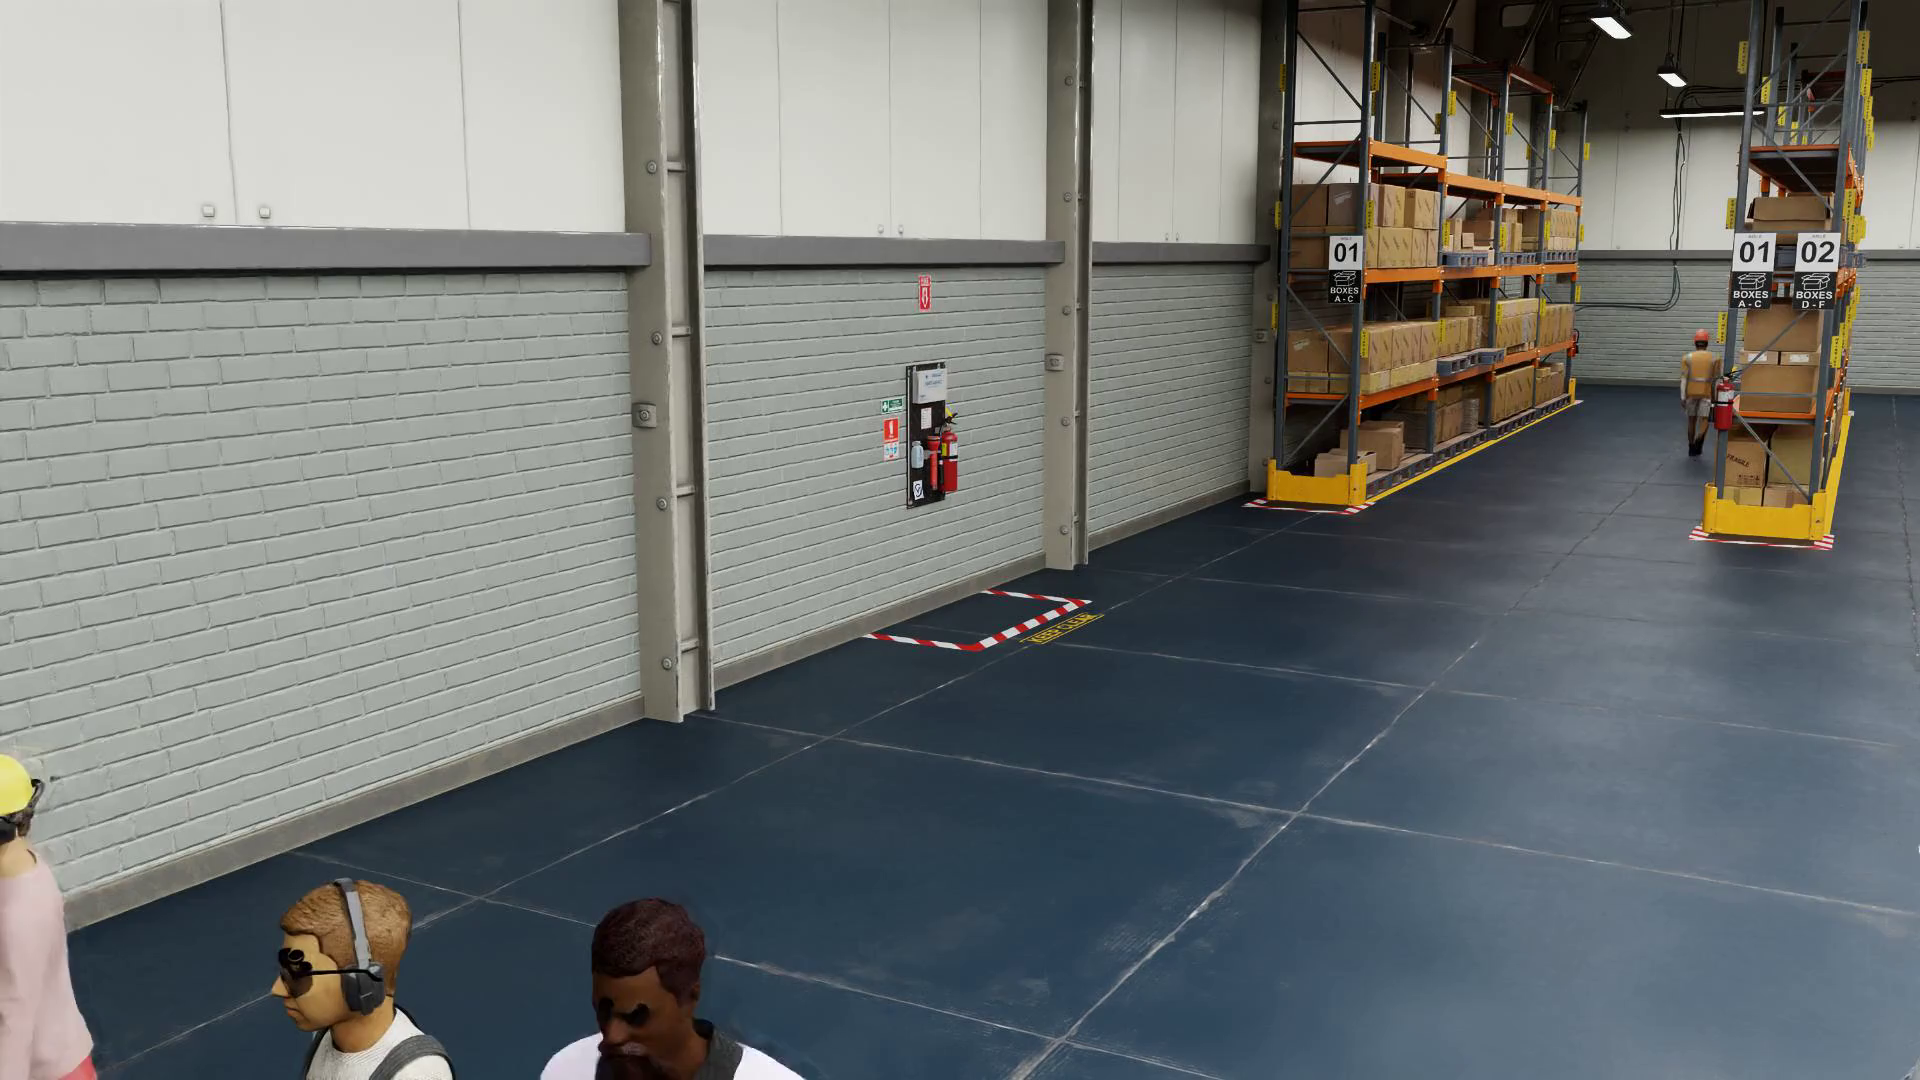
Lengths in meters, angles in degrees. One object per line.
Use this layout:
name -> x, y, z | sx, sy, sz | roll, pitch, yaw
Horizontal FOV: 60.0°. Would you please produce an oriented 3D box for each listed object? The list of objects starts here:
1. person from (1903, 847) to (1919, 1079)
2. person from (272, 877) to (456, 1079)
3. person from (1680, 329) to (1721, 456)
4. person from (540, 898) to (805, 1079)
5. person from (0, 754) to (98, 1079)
person -> 2.602, 1.354, 4.203 | 0.865, 1.867, 0.556 | -4, 10, -20
person -> -1.119, 1.534, 3.230 | 0.350, 1.846, 0.506 | -8, 13, -40
person -> 11.004, -2.179, 24.758 | 0.559, 1.919, 0.622 | 5, 11, 26
person -> -0.531, 1.565, 2.982 | 0.602, 1.873, 0.967 | 3, 10, 17
person -> -2.497, 1.392, 4.439 | 0.927, 1.714, 0.544 | -7, 12, -36
